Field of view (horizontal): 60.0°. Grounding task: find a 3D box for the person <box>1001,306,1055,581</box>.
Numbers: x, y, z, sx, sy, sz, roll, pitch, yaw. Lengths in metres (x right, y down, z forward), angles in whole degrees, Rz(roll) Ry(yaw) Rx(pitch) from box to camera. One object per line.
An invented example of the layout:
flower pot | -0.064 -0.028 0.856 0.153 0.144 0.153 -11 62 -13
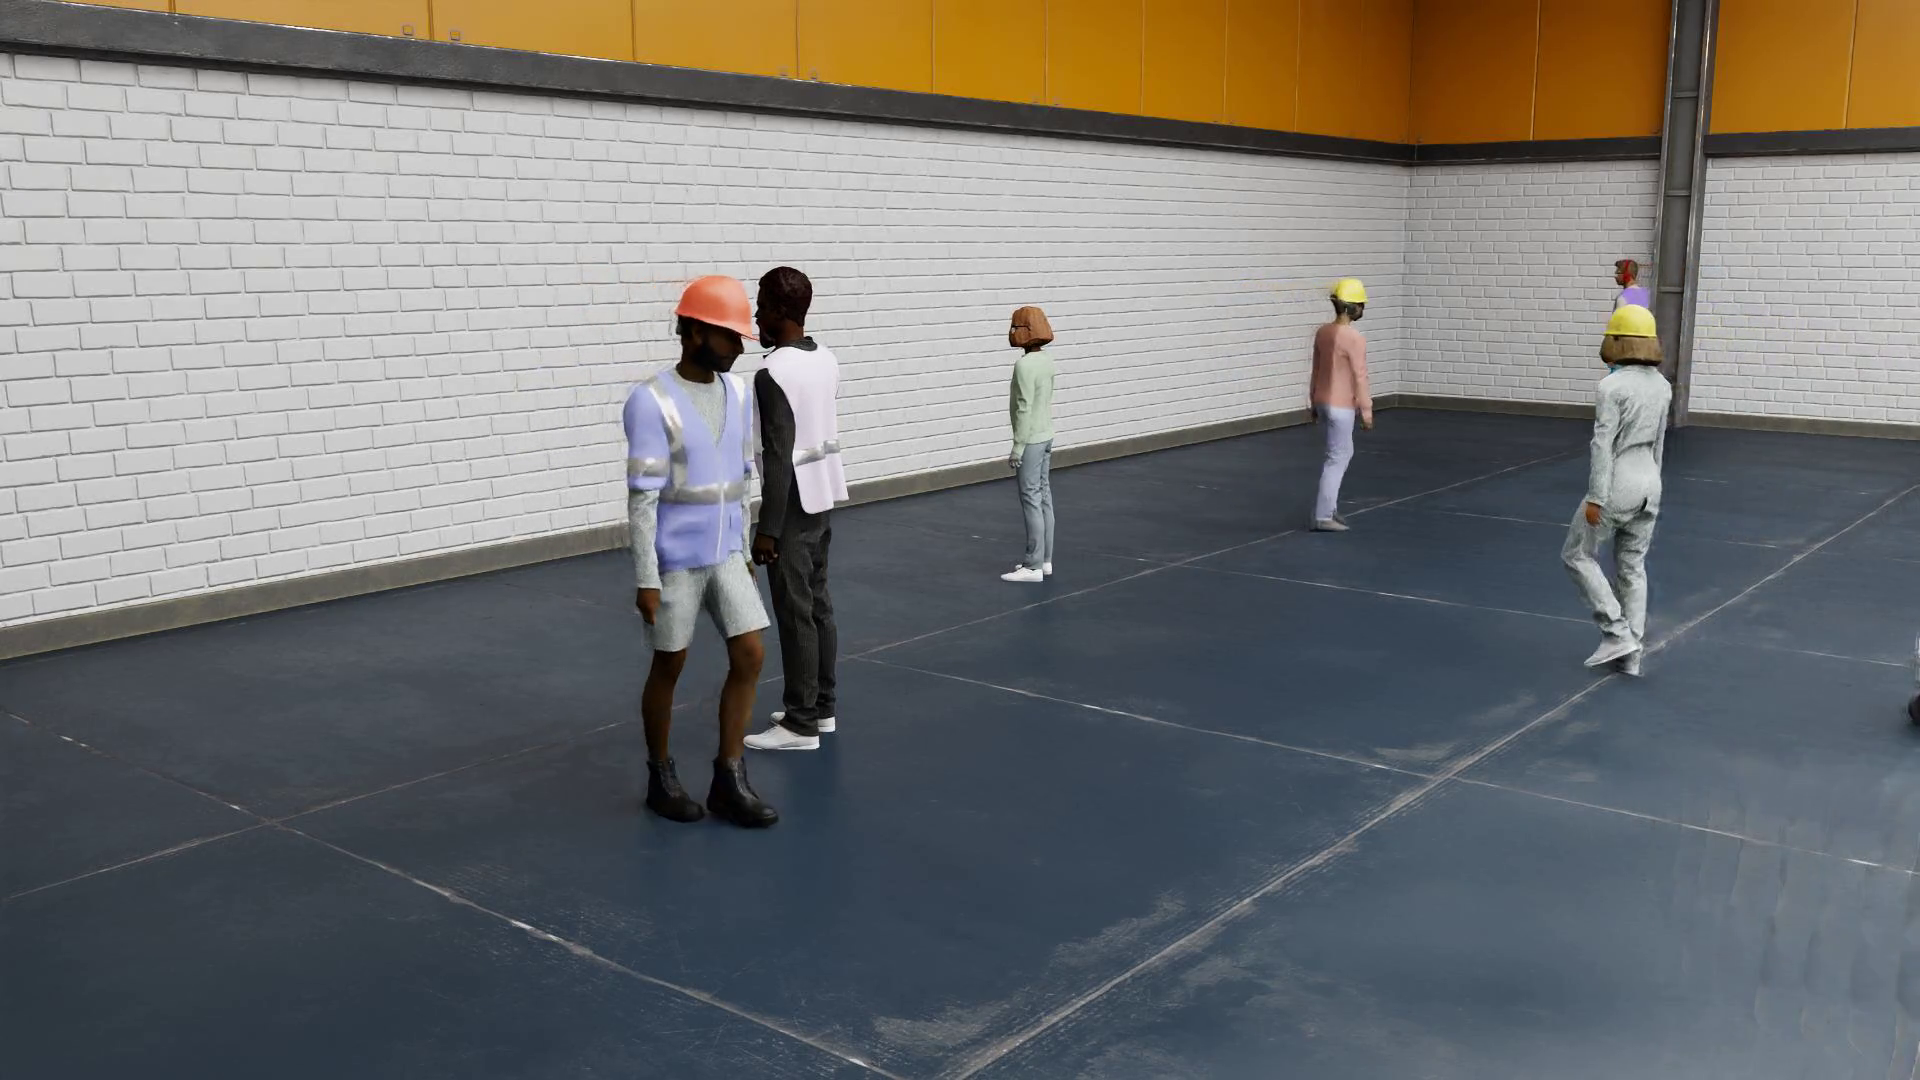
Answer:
person | 0.417 -0.569 9.913 0.279 1.633 0.505 4 11 20

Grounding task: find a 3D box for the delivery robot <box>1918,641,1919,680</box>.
delivery robot | 4.340 0.480 6.828 0.707 0.478 0.477 -1 10 -5

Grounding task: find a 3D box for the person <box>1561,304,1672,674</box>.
person | 3.065 -0.225 7.743 0.502 1.727 0.378 -6 12 -30

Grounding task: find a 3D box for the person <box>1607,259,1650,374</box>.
person | 6.805 -1.950 17.022 0.450 1.827 0.587 9 13 40

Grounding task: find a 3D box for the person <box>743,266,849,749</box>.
person | -0.655 -0.119 6.632 0.392 1.919 0.591 3 11 14

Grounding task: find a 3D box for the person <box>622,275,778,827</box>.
person | -0.859 0.063 5.682 0.720 1.896 0.608 9 14 42

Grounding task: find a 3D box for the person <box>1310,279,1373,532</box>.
person | 2.666 -0.922 11.526 0.501 1.749 0.556 -4 11 -20
